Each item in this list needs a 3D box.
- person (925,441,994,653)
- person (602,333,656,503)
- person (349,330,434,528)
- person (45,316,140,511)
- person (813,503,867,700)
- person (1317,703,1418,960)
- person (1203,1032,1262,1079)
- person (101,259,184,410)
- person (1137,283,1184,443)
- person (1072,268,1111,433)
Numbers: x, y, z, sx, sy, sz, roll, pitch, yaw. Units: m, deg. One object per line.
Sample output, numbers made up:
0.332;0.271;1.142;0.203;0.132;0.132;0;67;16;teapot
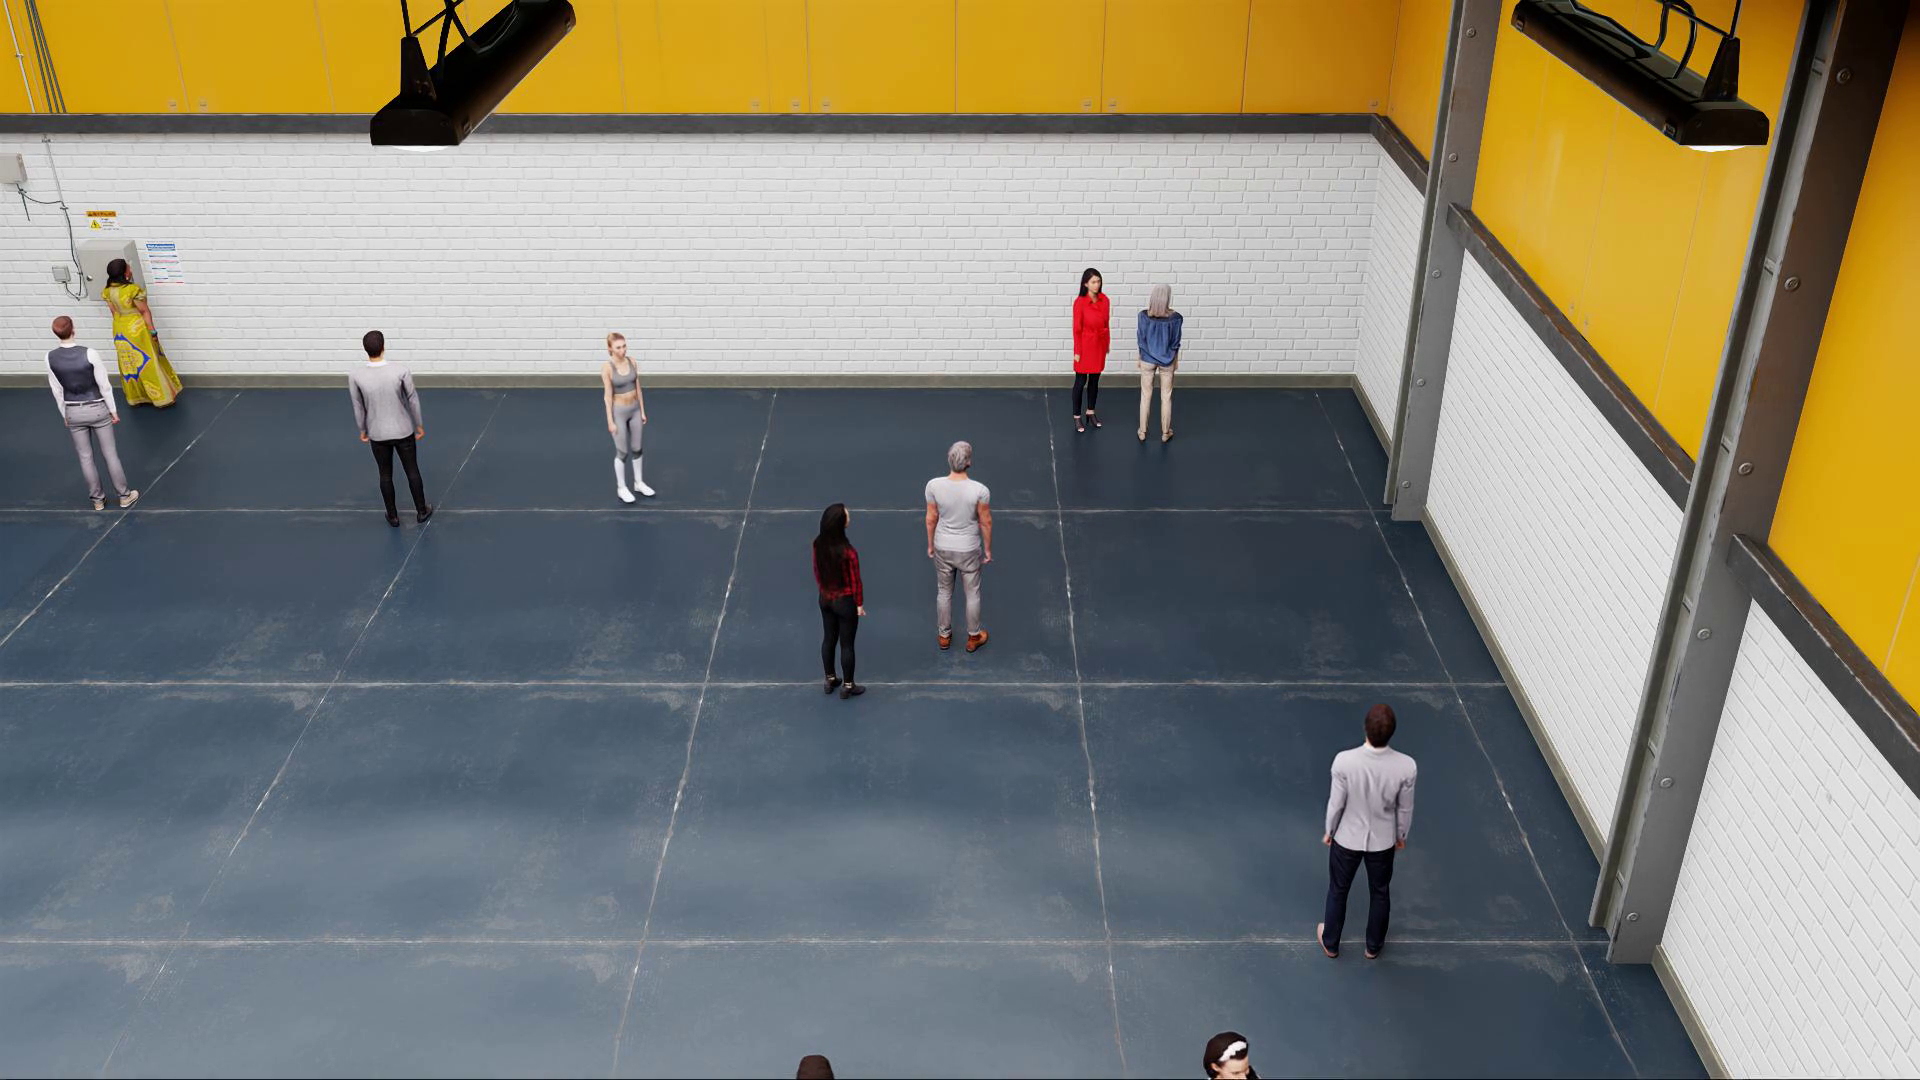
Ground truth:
-0.018;0.060;13.447;0.738;1.828;0.625;6;29;11;person
-3.201;-1.189;15.869;0.712;1.702;0.647;24;37;37;person
-5.255;-1.027;15.339;0.798;1.923;0.730;-7;29;-13;person
-8.213;-1.205;15.650;0.704;1.938;0.644;-6;29;-11;person
-0.944;0.474;12.866;0.665;1.657;0.689;19;34;30;person
2.492;1.802;10.227;0.690;1.853;0.593;2;29;5;person
1.224;3.060;7.965;0.858;1.811;0.912;-22;35;-34;person
-8.820;-2.213;17.789;0.935;1.661;0.885;7;29;13;person
2.027;-1.824;17.038;0.642;1.697;0.597;4;29;7;person
1.346;-1.981;17.271;0.728;1.748;0.765;-17;33;-28;person
